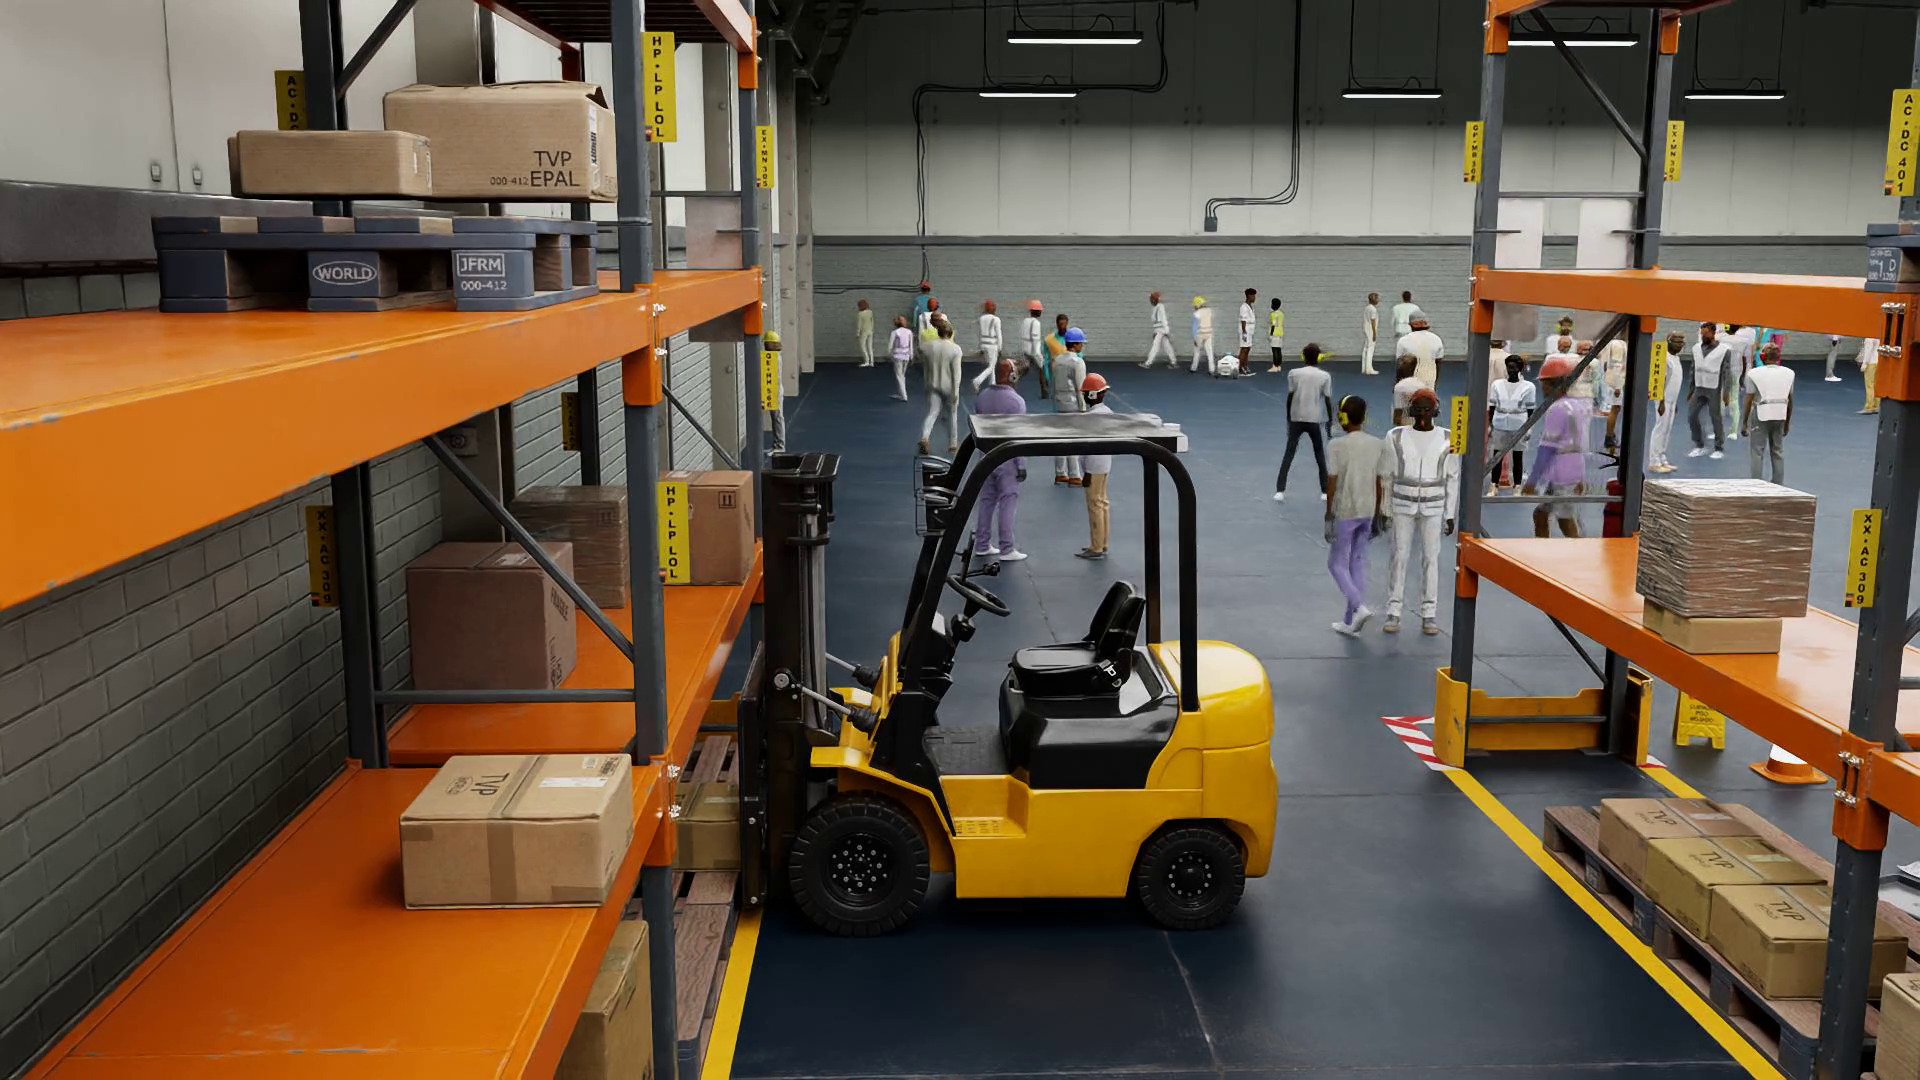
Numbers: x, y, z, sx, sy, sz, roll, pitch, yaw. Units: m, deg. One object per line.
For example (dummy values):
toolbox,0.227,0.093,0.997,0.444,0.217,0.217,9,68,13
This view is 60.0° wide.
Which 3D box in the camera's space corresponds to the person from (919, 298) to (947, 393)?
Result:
person,-0.531,-3.826,32.816,0.576,1.881,0.354,-1,10,-3

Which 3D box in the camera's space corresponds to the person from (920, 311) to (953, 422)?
person,-0.382,-2.874,27.613,0.570,1.844,0.377,-4,11,-20

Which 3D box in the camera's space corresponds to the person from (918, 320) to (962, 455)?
person,-0.282,-2.126,23.300,0.634,1.909,0.909,4,11,23

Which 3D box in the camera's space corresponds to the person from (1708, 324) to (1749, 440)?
person,11.621,-2.447,25.152,0.531,1.876,0.322,0,10,-2

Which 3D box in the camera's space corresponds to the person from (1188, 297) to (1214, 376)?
person,5.429,-4.557,37.236,0.606,1.765,0.951,-4,11,-20

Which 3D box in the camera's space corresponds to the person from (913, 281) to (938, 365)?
person,-0.847,-5.301,40.587,0.615,2.040,0.391,-1,10,-8

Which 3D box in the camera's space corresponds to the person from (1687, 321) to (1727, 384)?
person,15.269,-3.986,33.850,0.837,1.830,0.635,-1,10,-7

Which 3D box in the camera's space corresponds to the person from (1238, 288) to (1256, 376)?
person,6.427,-4.652,37.211,0.377,1.958,0.602,5,11,24

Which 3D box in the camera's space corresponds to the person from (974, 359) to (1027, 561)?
person,0.416,-0.756,15.689,0.398,1.897,0.642,-8,13,-39

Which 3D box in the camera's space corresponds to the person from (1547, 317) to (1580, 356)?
person,9.371,-2.557,25.939,0.534,1.818,1.004,2,10,12

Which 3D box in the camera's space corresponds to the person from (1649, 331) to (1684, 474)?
person,9.175,-1.786,21.564,0.344,1.842,0.506,9,14,41

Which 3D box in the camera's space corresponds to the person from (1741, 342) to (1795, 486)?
person,9.365,-1.366,19.274,0.573,1.831,0.408,-1,10,-6

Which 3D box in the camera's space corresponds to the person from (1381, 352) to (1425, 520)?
person,4.716,-1.085,17.693,0.534,1.826,0.406,-9,14,-42

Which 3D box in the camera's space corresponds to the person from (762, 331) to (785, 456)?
person,-2.626,-2.053,23.326,0.297,1.745,0.484,-3,10,-14

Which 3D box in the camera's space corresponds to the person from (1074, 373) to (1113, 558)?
person,1.265,-0.703,15.776,0.329,1.750,0.573,3,11,18

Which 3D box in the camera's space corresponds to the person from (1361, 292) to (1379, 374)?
person,9.292,-4.668,37.609,0.328,1.844,0.514,-1,10,-7

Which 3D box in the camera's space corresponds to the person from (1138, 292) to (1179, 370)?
person,4.677,-4.891,38.989,1.063,1.812,0.643,-2,10,-9

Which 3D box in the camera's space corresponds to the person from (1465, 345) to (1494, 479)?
person,6.627,-1.632,21.009,0.496,1.735,0.327,2,10,13

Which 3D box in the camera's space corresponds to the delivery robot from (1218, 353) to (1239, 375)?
delivery robot,5.869,-3.843,36.346,0.477,0.478,0.707,4,11,21

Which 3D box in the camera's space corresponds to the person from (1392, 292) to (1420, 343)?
person,9.994,-4.625,37.328,0.608,1.867,0.690,3,11,15

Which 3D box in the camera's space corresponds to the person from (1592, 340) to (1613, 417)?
person,11.018,-3.090,28.426,0.407,1.985,0.619,2,10,12

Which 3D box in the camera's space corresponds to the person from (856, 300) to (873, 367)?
person,-2.268,-4.937,39.769,0.333,1.619,0.571,6,12,30

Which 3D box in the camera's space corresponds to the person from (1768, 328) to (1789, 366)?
person,18.086,-4.620,36.922,0.610,1.996,0.378,2,10,13

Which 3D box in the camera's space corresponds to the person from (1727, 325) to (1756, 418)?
person,13.298,-3.004,28.354,0.531,1.835,0.439,-1,10,-5

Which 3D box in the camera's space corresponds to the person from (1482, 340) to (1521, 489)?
person,6.487,-1.619,20.206,0.611,1.996,0.387,5,12,28

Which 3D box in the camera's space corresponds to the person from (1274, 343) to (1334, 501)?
person,4.035,-1.359,19.253,0.628,1.843,0.470,2,10,12

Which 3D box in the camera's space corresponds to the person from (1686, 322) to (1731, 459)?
person,10.339,-2.061,22.975,0.595,1.884,0.648,-6,12,-29

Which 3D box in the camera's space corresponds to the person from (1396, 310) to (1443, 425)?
person,6.487,-2.275,23.735,0.679,2.000,0.537,-2,10,-11

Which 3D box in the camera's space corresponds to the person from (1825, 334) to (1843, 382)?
person,18.837,-4.372,35.725,0.367,1.927,0.594,7,12,32

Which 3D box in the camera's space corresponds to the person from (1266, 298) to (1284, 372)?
person,7.241,-4.695,38.173,0.320,1.698,0.531,7,12,33

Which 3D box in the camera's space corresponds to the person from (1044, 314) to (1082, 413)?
person,1.605,-2.591,25.972,0.599,1.884,0.922,-1,10,-7

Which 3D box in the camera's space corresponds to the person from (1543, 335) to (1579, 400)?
person,8.699,-2.133,24.056,0.514,1.641,0.315,3,11,16

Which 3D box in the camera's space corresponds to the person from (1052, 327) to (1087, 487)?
person,1.365,-1.619,20.339,0.399,1.945,0.616,-6,12,-30

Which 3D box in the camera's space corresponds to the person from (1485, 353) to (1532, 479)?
person,6.976,-1.563,20.989,0.553,1.612,0.510,3,11,16

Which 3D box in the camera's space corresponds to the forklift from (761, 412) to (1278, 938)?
forklift,0.291,0.548,7.580,2.313,2.155,1.214,0,10,-2

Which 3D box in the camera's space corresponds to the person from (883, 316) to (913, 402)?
person,-1.166,-3.391,31.176,0.675,1.593,0.519,10,14,43

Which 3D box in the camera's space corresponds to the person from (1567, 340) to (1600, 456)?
person,8.718,-1.999,23.345,0.312,1.634,0.514,-8,13,-38

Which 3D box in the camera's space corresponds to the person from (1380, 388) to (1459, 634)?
person,3.503,-0.219,12.721,0.576,1.882,0.355,3,10,14

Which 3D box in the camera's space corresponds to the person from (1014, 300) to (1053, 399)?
person,1.323,-3.595,31.506,0.964,1.900,0.546,-5,11,-26

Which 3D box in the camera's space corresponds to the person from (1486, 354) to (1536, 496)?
person,6.364,-1.296,19.245,0.531,1.693,0.320,6,12,28

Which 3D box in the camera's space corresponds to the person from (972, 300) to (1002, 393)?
person,0.536,-3.749,32.459,0.789,1.861,0.596,-8,13,-39

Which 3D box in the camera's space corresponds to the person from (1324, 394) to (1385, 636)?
person,2.975,-0.168,12.530,0.530,1.847,0.463,-3,11,-18

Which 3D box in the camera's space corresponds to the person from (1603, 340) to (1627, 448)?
person,9.577,-2.288,24.140,0.391,1.924,0.551,4,11,23

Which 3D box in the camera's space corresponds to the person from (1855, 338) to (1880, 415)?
person,15.817,-3.055,28.837,0.522,1.772,0.302,-7,12,-33

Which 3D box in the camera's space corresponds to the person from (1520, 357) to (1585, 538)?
person,5.010,-0.544,14.175,0.846,2.006,0.623,5,12,28
